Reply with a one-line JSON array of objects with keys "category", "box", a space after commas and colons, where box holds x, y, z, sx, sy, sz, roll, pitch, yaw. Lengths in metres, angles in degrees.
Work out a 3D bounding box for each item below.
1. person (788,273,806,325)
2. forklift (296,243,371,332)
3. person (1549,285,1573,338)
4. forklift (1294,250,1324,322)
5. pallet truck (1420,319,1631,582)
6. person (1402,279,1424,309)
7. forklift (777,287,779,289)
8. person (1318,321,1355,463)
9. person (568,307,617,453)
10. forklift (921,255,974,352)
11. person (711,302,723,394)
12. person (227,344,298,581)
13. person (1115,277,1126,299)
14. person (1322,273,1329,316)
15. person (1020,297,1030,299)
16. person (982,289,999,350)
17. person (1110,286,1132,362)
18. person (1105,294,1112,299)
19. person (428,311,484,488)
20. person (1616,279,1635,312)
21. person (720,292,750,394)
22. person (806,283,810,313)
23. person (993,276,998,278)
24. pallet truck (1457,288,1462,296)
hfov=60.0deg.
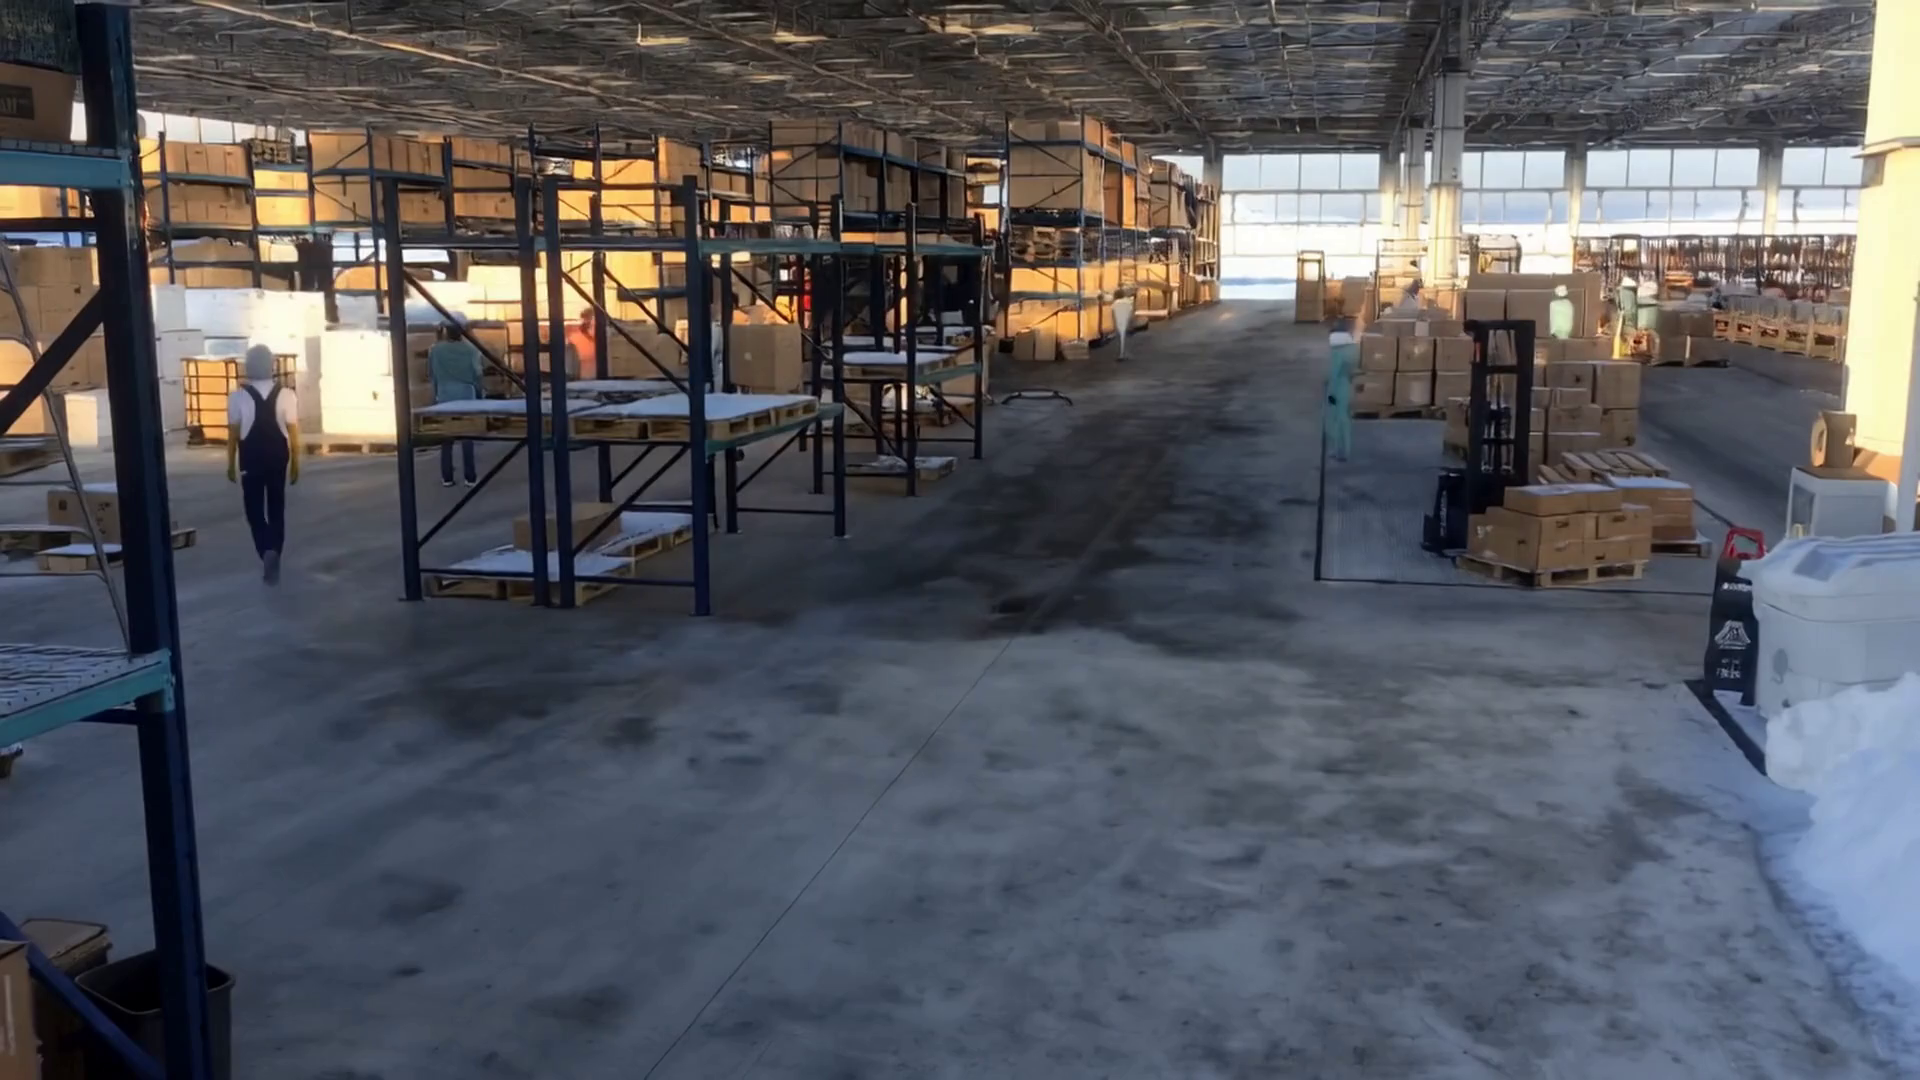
[{"category": "person", "box": [-5.490, -7.983, 56.035, 0.616, 2.004, 0.886, 0, 10, 1]}, {"category": "forklift", "box": [-13.930, -5.065, 36.196, 1.873, 2.768, 1.129, 2, 10, 12]}, {"category": "person", "box": [13.137, -4.606, 36.337, 0.563, 1.919, 0.413, -3, 10, -17]}, {"category": "forklift", "box": [13.778, -10.002, 65.433, 1.129, 2.768, 1.873, 2, 10, 12]}, {"category": "pallet truck", "box": [4.543, -0.757, 13.299, 0.823, 1.965, 1.885, -4, 10, -22]}, {"category": "person", "box": [10.686, -5.096, 38.864, 0.940, 2.000, 0.709, 9, 13, 41]}, {"category": "forklift", "box": [-8.185, -10.936, 70.965, 1.129, 2.768, 1.873, 2, 10, 12]}, {"category": "person", "box": [4.616, -1.795, 20.242, 0.484, 1.732, 0.402, -8, 13, -40]}, {"category": "person", "box": [-4.746, -2.057, 21.365, 0.596, 1.880, 0.917, -7, 12, -37]}, {"category": "forklift", "box": [-0.361, -6.456, 44.433, 1.129, 2.768, 1.873, 2, 10, 12]}, {"category": "person", "box": [-3.114, -2.016, 20.942, 0.627, 1.936, 0.373, 7, 12, 34]}, {"category": "person", "box": [-5.394, -0.606, 12.928, 0.514, 1.823, 0.847, -7, 12, -34]}, {"category": "person", "box": [8.272, -12.950, 86.051, 0.652, 1.808, 0.817, 2, 10, 13]}, {"category": "person", "box": [15.842, -10.679, 72.340, 0.553, 1.897, 0.647, -5, 11, -27]}, {"category": "person", "box": [2.178, -7.464, 53.905, 0.539, 1.695, 0.318, -5, 11, -27]}, {"category": "person", "box": [0.786, -5.982, 45.163, 0.544, 1.684, 0.358, 2, 10, 10]}, {"category": "person", "box": [3.937, -5.229, 40.248, 0.522, 1.845, 0.808, 7, 12, 37]}, {"category": "person", "box": [5.299, -8.445, 59.227, 0.964, 1.855, 0.637, 3, 10, 17]}, {"category": "person", "box": [-5.439, -1.512, 18.020, 0.581, 1.919, 0.398, 0, 10, 0]}, {"category": "person", "box": [21.647, -7.564, 54.130, 0.607, 1.817, 0.609, 3, 10, 18]}, {"category": "person", "box": [-3.584, -2.948, 26.408, 0.380, 1.958, 0.606, 7, 12, 35]}, {"category": "person", "box": [-6.740, -10.661, 73.056, 0.535, 1.609, 0.690, 2, 10, 11]}, {"category": "person", "box": [2.012, -14.399, 94.382, 1.019, 1.902, 0.623, 3, 10, 15]}, {"category": "pallet truck", "box": [20.506, -9.785, 68.819, 0.653, 1.274, 1.630, 2, 10, 12]}]
